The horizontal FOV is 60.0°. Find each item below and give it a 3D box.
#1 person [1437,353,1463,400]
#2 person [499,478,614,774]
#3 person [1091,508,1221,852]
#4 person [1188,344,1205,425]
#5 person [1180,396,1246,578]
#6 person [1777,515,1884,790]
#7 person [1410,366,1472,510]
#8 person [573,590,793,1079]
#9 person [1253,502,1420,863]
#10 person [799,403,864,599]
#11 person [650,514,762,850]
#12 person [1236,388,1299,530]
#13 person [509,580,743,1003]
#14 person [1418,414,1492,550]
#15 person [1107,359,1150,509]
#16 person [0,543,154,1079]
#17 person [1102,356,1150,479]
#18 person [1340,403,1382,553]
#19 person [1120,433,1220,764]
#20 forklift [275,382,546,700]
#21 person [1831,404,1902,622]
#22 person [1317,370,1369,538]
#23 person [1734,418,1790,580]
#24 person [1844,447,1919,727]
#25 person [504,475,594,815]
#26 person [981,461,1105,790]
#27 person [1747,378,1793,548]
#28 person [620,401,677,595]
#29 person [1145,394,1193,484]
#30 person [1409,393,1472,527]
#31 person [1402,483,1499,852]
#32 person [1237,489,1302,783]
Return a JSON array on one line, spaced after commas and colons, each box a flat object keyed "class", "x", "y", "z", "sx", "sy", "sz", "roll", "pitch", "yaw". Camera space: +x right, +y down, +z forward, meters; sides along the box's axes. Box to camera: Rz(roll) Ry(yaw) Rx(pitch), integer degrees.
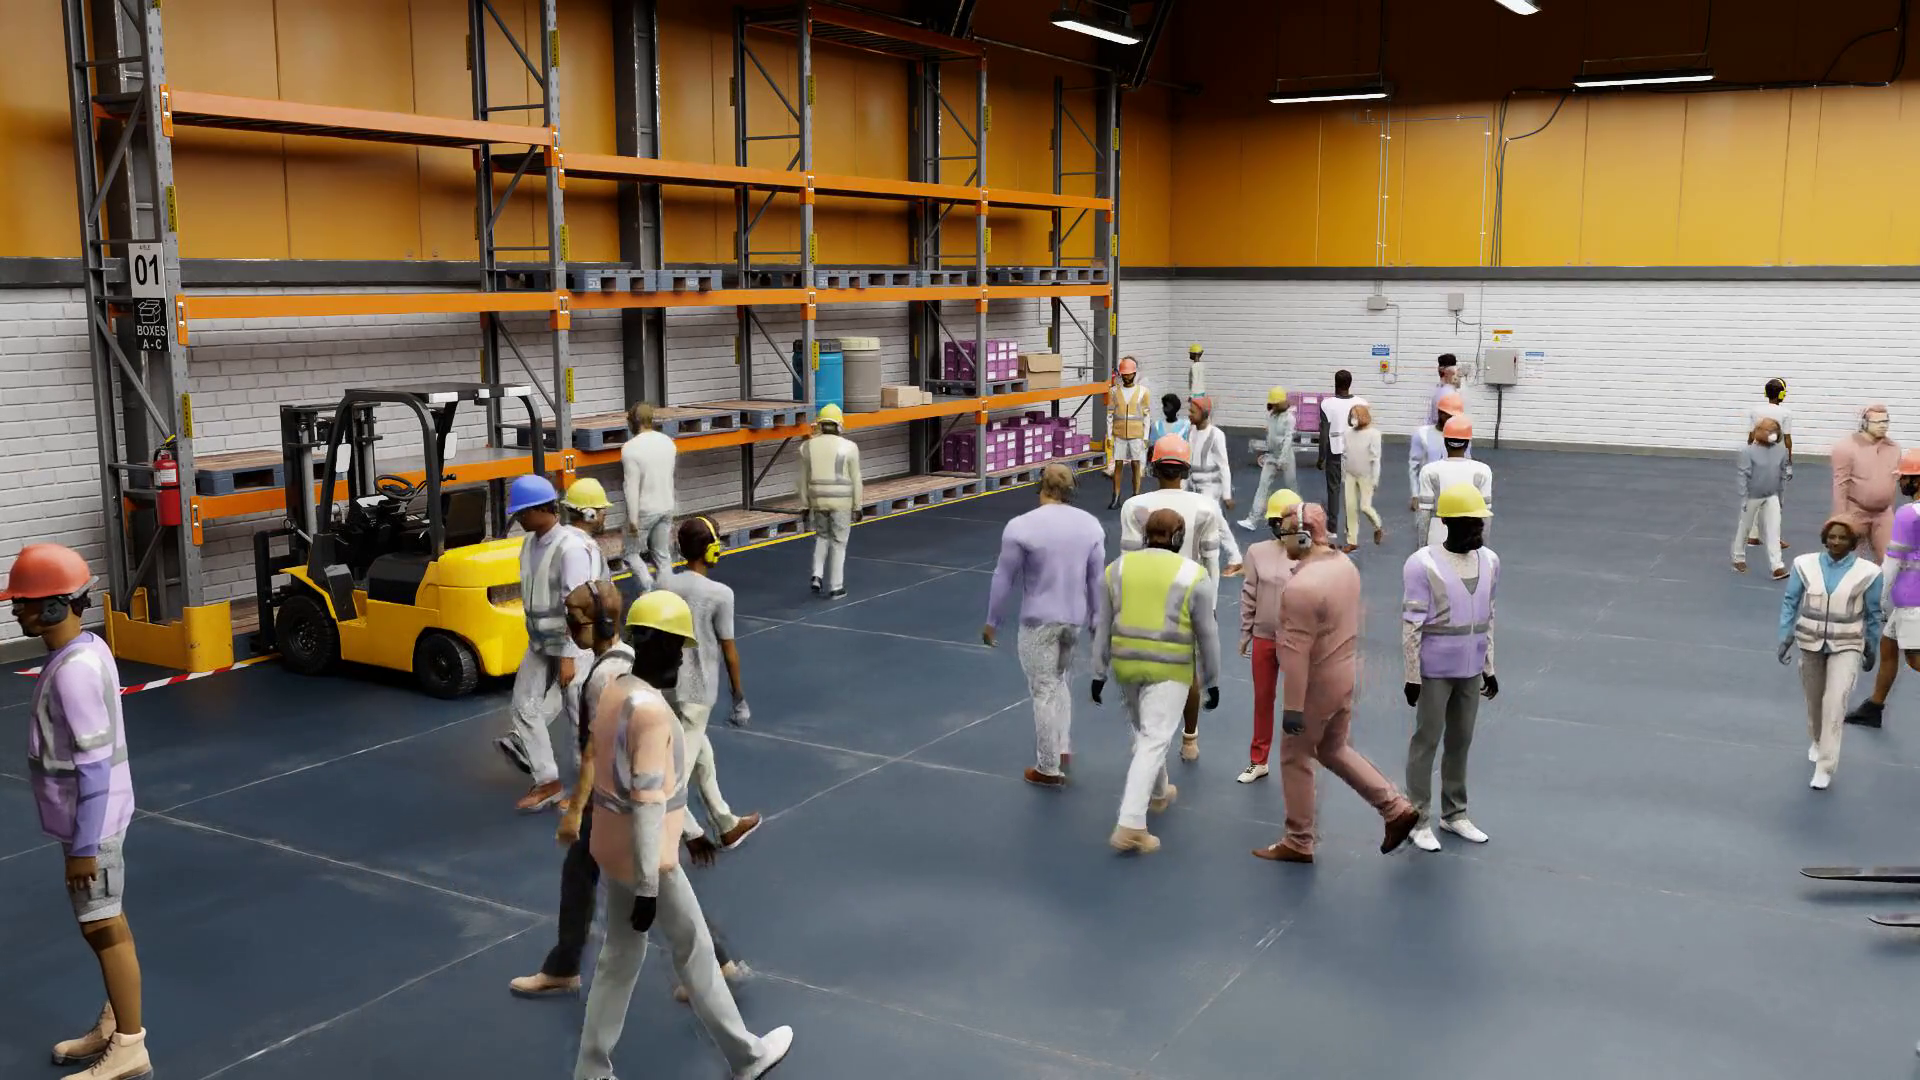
[{"class": "person", "x": 6.410, "y": -1.515, "z": 22.185, "sx": 0.559, "sy": 1.951, "sz": 0.646, "roll": 0, "pitch": 9, "yaw": -3}, {"class": "person", "x": -2.345, "y": 0.540, "z": 9.824, "sx": 0.690, "sy": 1.814, "sz": 0.608, "roll": -7, "pitch": 11, "yaw": -37}, {"class": "person", "x": 1.042, "y": 0.717, "z": 8.912, "sx": 0.664, "sy": 1.767, "sz": 1.052, "roll": 6, "pitch": 11, "yaw": 32}, {"class": "person", "x": 4.174, "y": -2.585, "z": 29.464, "sx": 0.317, "sy": 1.769, "sz": 0.522, "roll": 4, "pitch": 10, "yaw": 26}, {"class": "person", "x": 2.420, "y": -0.498, "z": 16.283, "sx": 1.015, "sy": 1.829, "sz": 0.558, "roll": -3, "pitch": 10, "yaw": -19}, {"class": "person", "x": 5.219, "y": 0.624, "z": 9.957, "sx": 0.510, "sy": 1.599, "sz": 0.848, "roll": 8, "pitch": 12, "yaw": 40}, {"class": "person", "x": 6.173, "y": -1.263, "z": 20.957, "sx": 1.013, "sy": 1.852, "sz": 0.644, "roll": 1, "pitch": 9, "yaw": 4}, {"class": "person", "x": -1.056, "y": 1.121, "z": 6.040, "sx": 0.874, "sy": 1.862, "sz": 0.614, "roll": -5, "pitch": 10, "yaw": -29}, {"class": "person", "x": 1.887, "y": 0.748, "z": 8.342, "sx": 0.719, "sy": 1.881, "sz": 0.661, "roll": 6, "pitch": 11, "yaw": 33}, {"class": "person", "x": -1.177, "y": -0.349, "z": 15.377, "sx": 0.594, "sy": 1.819, "sz": 0.422, "roll": 4, "pitch": 10, "yaw": 21}, {"class": "person", "x": -1.326, "y": 0.781, "z": 8.322, "sx": 0.485, "sy": 1.806, "sz": 1.005, "roll": 6, "pitch": 11, "yaw": 33}, {"class": "person", "x": 3.665, "y": -0.921, "z": 19.320, "sx": 0.872, "sy": 1.686, "sz": 0.491, "roll": -7, "pitch": 11, "yaw": -36}, {"class": "person", "x": -1.363, "y": 1.037, "z": 6.813, "sx": 0.949, "sy": 1.802, "sz": 0.495, "roll": -2, "pitch": 9, "yaw": -10}, {"class": "person", "x": 3.767, "y": 0.012, "z": 12.720, "sx": 0.542, "sy": 1.939, "sz": 0.361, "roll": 2, "pitch": 9, "yaw": 11}, {"class": "person", "x": 2.133, "y": -1.336, "z": 21.139, "sx": 0.552, "sy": 1.935, "sz": 0.374, "roll": 2, "pitch": 9, "yaw": 13}, {"class": "person", "x": -3.244, "y": 1.021, "z": 6.099, "sx": 0.396, "sy": 2.042, "sz": 0.611, "roll": -5, "pitch": 10, "yaw": -27}, {"class": "person", "x": 2.459, "y": -1.782, "z": 24.351, "sx": 0.645, "sy": 1.790, "sz": 0.953, "roll": 7, "pitch": 11, "yaw": 36}, {"class": "person", "x": 4.354, "y": -0.674, "z": 17.974, "sx": 0.496, "sy": 1.620, "sz": 0.511, "roll": -8, "pitch": 12, "yaw": -42}, {"class": "person", "x": 1.274, "y": 0.364, "z": 10.197, "sx": 0.615, "sy": 2.043, "sz": 0.373, "roll": 0, "pitch": 9, "yaw": -3}, {"class": "forklift", "x": -3.974, "y": -0.067, "z": 12.417, "sx": 2.313, "sy": 2.155, "sz": 1.214, "roll": 5, "pitch": 11, "yaw": 30}, {"class": "person", "x": 7.805, "y": -0.216, "z": 14.304, "sx": 0.647, "sy": 1.890, "sz": 0.511, "roll": 0, "pitch": 9, "yaw": -2}, {"class": "person", "x": 4.356, "y": -0.979, "z": 18.963, "sx": 0.593, "sy": 1.922, "sz": 0.391, "roll": -2, "pitch": 9, "yaw": -14}, {"class": "person", "x": 7.942, "y": -0.413, "z": 16.440, "sx": 0.523, "sy": 1.581, "sz": 0.848, "roll": 0, "pitch": 9, "yaw": -2}, {"class": "person", "x": 6.214, "y": 0.359, "z": 10.706, "sx": 0.562, "sy": 1.907, "sz": 0.948, "roll": -7, "pitch": 11, "yaw": -36}, {"class": "person", "x": -2.261, "y": 0.595, "z": 9.163, "sx": 0.625, "sy": 1.907, "sz": 0.631, "roll": 8, "pitch": 12, "yaw": 40}, {"class": "person", "x": 0.501, "y": 0.498, "z": 9.765, "sx": 0.659, "sy": 1.911, "sz": 0.532, "roll": -5, "pitch": 11, "yaw": -31}, {"class": "person", "x": 8.896, "y": -0.842, "z": 18.261, "sx": 0.328, "sy": 1.873, "sz": 0.517, "roll": -6, "pitch": 11, "yaw": -35}, {"class": "person", "x": -2.673, "y": -0.228, "z": 14.271, "sx": 0.425, "sy": 1.926, "sz": 0.636, "roll": 7, "pitch": 11, "yaw": 36}, {"class": "person", "x": 2.346, "y": -0.813, "z": 18.738, "sx": 0.553, "sy": 1.648, "sz": 0.853, "roll": 6, "pitch": 11, "yaw": 33}, {"class": "person", "x": 4.494, "y": -0.432, "z": 15.599, "sx": 0.576, "sy": 1.901, "sz": 0.529, "roll": 1, "pitch": 9, "yaw": 6}, {"class": "person", "x": 2.580, "y": 0.656, "z": 8.725, "sx": 0.594, "sy": 1.930, "sz": 0.354, "roll": -4, "pitch": 10, "yaw": -25}, {"class": "person", "x": 1.882, "y": 0.579, "z": 9.719, "sx": 0.533, "sy": 1.768, "sz": 0.310, "roll": 5, "pitch": 11, "yaw": 30}]
